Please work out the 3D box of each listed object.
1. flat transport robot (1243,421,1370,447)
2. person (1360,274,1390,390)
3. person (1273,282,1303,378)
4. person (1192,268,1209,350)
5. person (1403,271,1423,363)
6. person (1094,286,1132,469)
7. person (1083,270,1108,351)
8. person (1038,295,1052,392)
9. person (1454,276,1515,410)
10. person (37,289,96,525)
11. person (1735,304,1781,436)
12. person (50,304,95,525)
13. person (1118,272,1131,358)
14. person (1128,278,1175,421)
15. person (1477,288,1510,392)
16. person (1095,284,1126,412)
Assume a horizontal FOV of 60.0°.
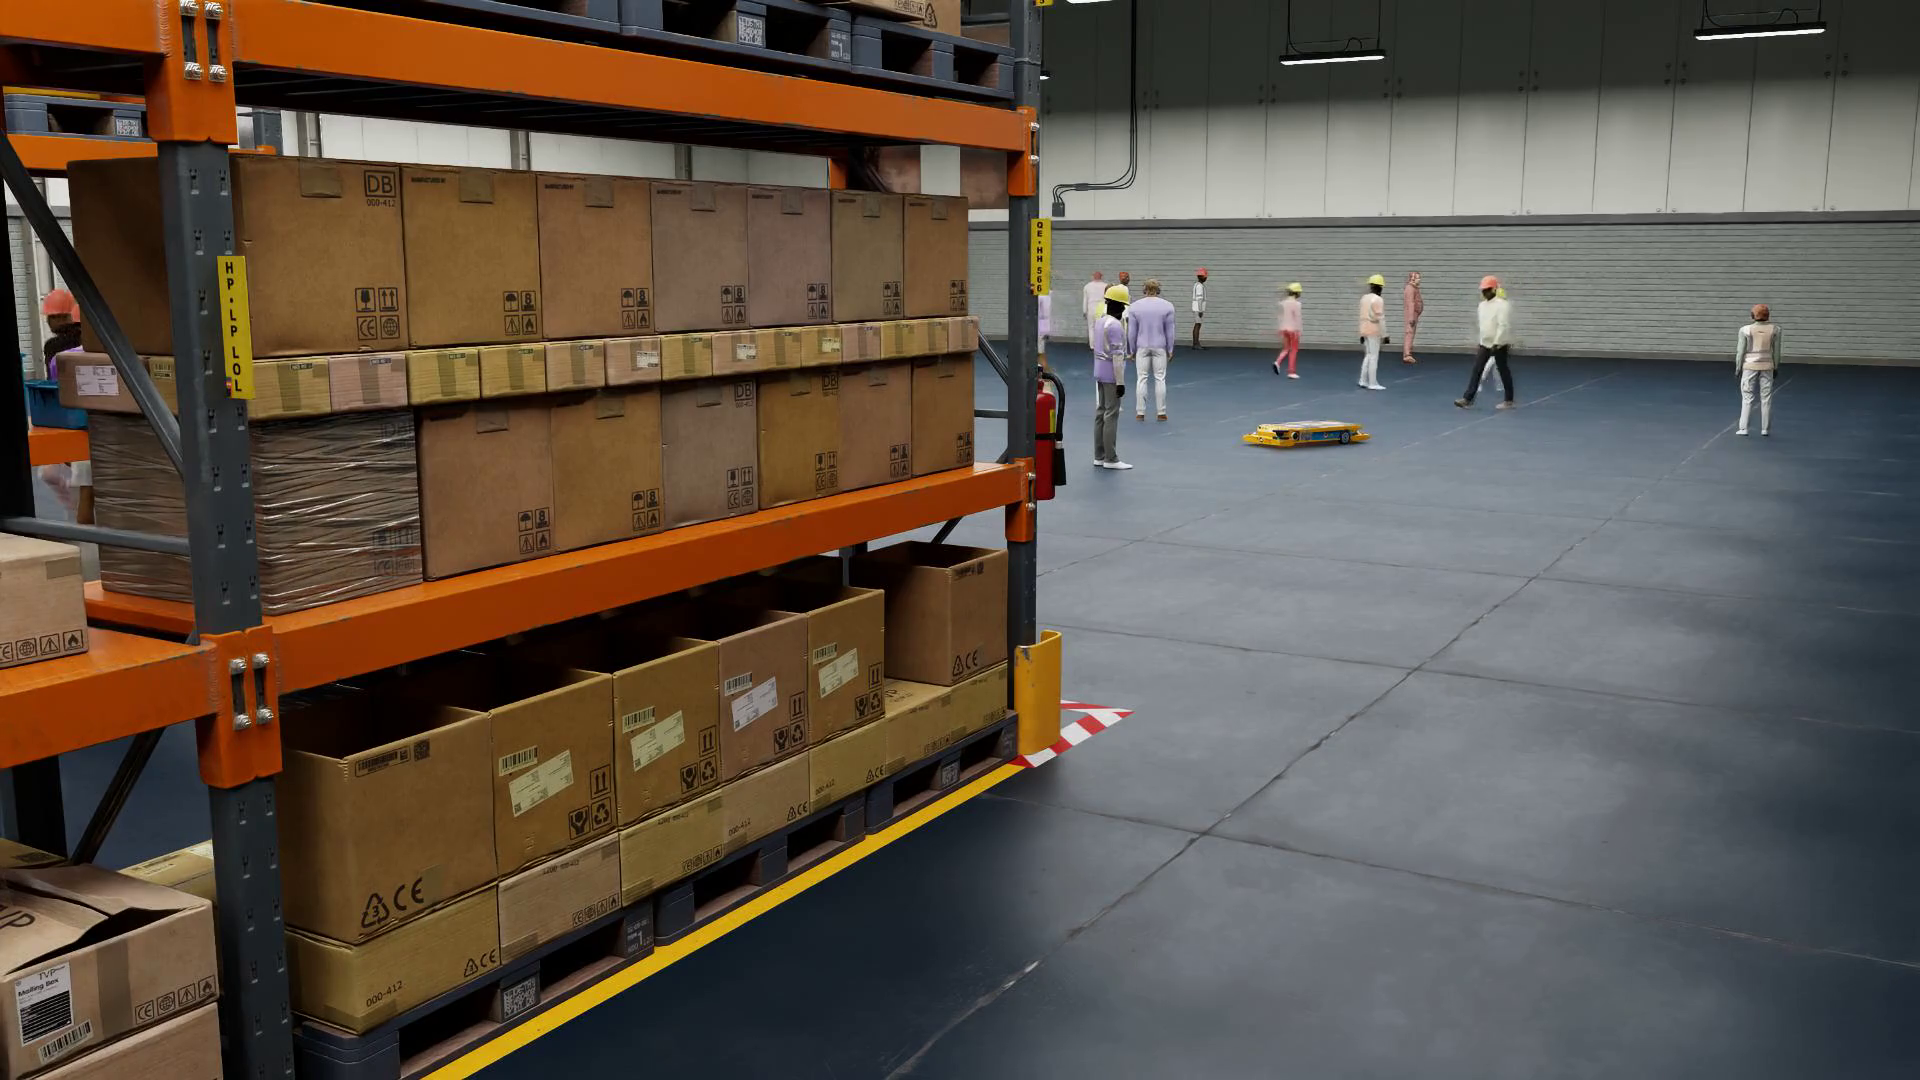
[{"bbox_3d":[4.129,-1.277,19.791,1.431,0.197,0.652,-6,11,-31],"label":"flat transport robot"},{"bbox_3d":[6.909,-3.457,27.742,0.419,1.921,0.600,-2,10,-13],"label":"person"},{"bbox_3d":[6.012,-3.813,30.307,0.466,1.751,0.541,-5,11,-27],"label":"person"},{"bbox_3d":[5.702,-5.468,39.467,0.375,1.934,0.547,0,10,3],"label":"person"},{"bbox_3d":[9.465,-4.651,34.761,0.409,1.907,0.651,2,10,13],"label":"person"},{"bbox_3d":[1.597,-1.702,17.466,0.377,1.918,0.585,-3,10,-17],"label":"person"},{"bbox_3d":[3.232,-5.423,39.352,0.656,1.889,0.534,1,10,6],"label":"person"},{"bbox_3d":[1.206,-3.374,26.941,0.706,2.019,0.631,4,11,24],"label":"person"},{"bbox_3d":[7.703,-2.845,24.119,1.019,1.941,0.615,-5,11,-29],"label":"person"},{"bbox_3d":[-6.598,-0.861,12.353,0.650,1.977,0.476,4,11,24],"label":"person"},{"bbox_3d":[9.877,-2.098,20.602,0.514,1.638,0.311,2,10,10],"label":"person"},{"bbox_3d":[-6.063,-0.724,11.726,0.540,1.930,0.384,-3,10,-15],"label":"person"},{"bbox_3d":[3.554,-4.933,36.479,0.361,1.884,0.574,-3,10,-20],"label":"person"},{"bbox_3d":[2.580,-2.562,22.443,0.630,1.938,0.372,2,10,9],"label":"person"},{"bbox_3d":[8.749,-3.273,27.279,0.867,1.706,0.496,-5,11,-28],"label":"person"},{"bbox_3d":[2.155,-2.738,23.780,0.430,1.836,0.627,-2,10,-14],"label":"person"}]
